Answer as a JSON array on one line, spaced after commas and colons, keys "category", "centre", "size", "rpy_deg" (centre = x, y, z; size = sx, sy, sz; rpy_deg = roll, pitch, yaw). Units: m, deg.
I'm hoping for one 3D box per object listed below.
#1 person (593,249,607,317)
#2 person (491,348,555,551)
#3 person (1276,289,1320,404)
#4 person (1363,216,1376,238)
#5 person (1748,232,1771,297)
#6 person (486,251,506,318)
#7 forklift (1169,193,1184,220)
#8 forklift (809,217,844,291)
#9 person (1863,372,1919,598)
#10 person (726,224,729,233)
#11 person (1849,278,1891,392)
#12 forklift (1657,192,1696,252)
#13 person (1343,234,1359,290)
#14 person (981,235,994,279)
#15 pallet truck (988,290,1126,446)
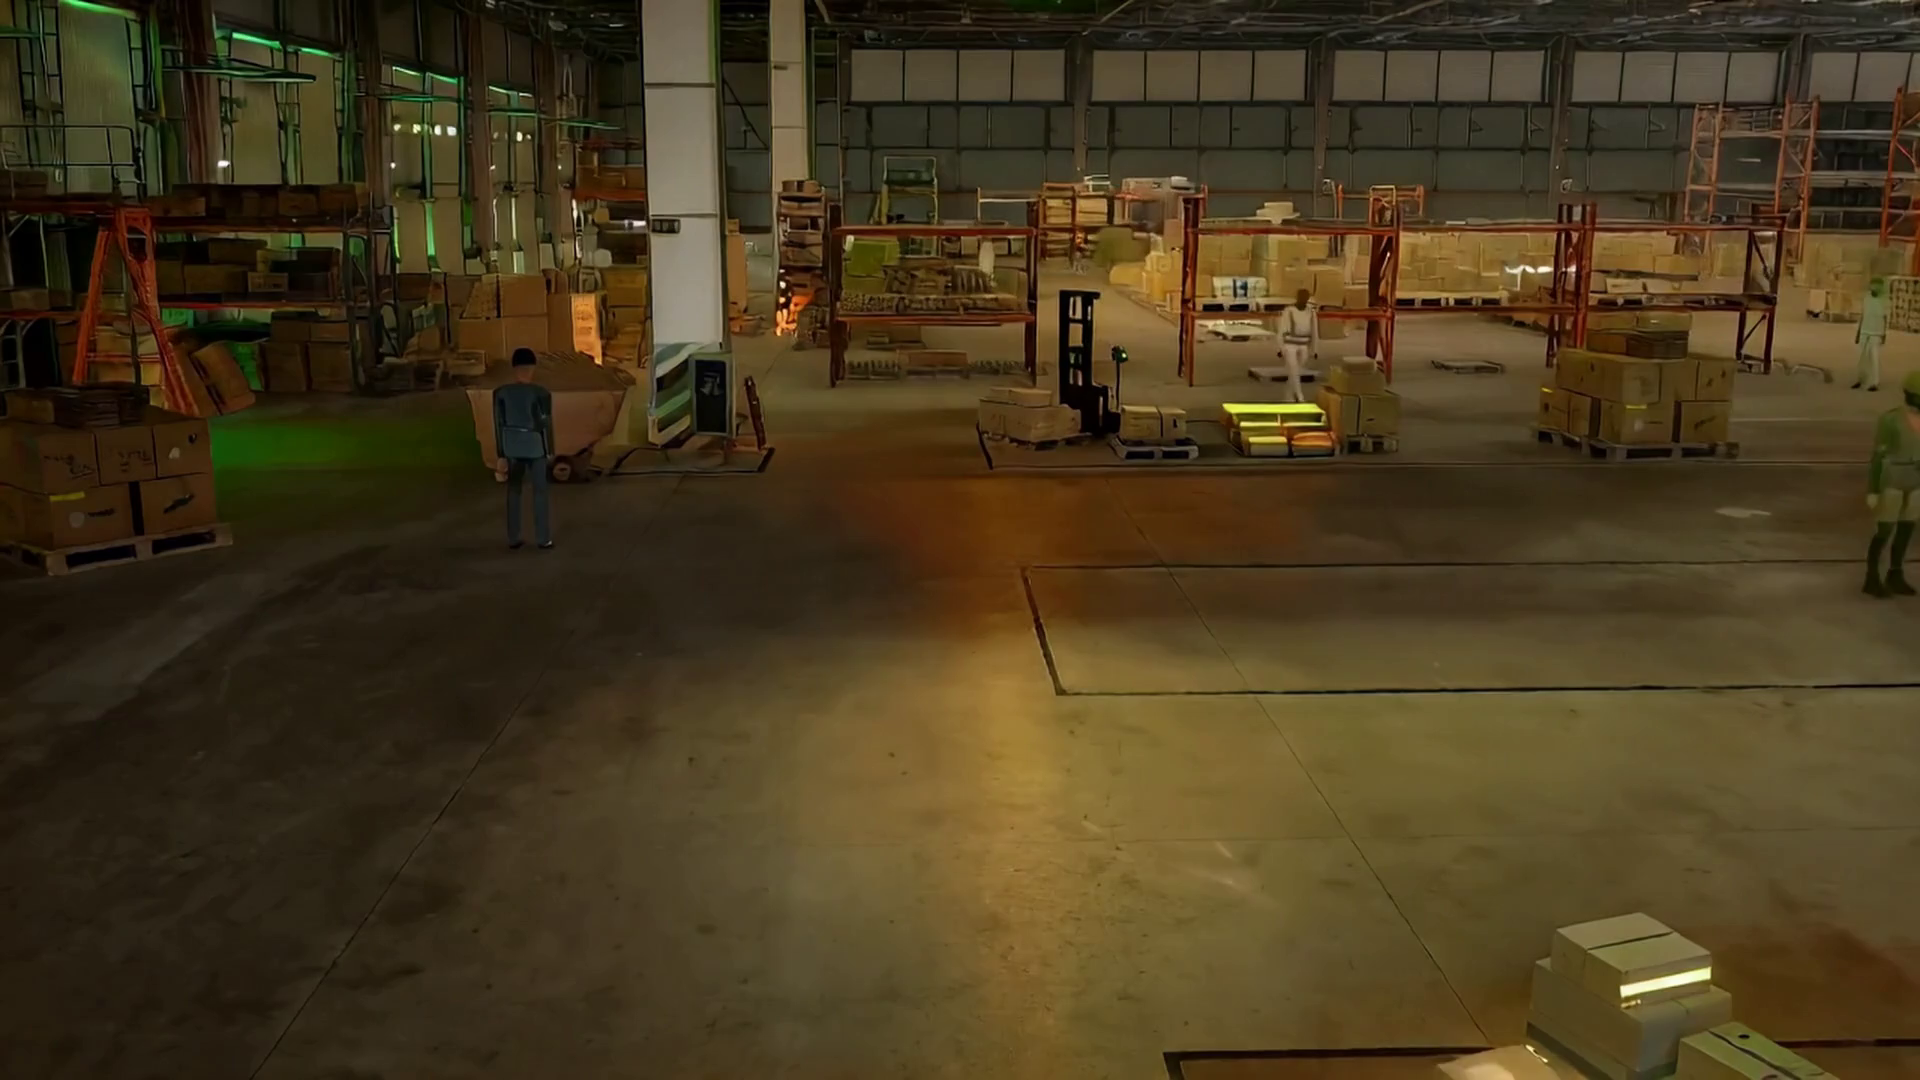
[{"category": "person", "centre": [-8.901, -6.342, 41.069], "size": [0.553, 1.694, 0.342], "rpy_deg": [9, 15, 34]}, {"category": "person", "centre": [-4.126, -0.855, 15.786], "size": [0.584, 1.918, 0.408], "rpy_deg": [1, 13, 5]}, {"category": "person", "centre": [5.049, -2.814, 24.810], "size": [0.578, 1.831, 0.932], "rpy_deg": [-6, 14, -26]}, {"category": "person", "centre": [14.895, -10.726, 60.165], "size": [0.617, 1.993, 0.396], "rpy_deg": [4, 13, 16]}, {"category": "person", "centre": [22.482, -7.725, 46.836], "size": [0.932, 1.907, 0.553], "rpy_deg": [9, 15, 35]}, {"category": "person", "centre": [-11.448, -6.268, 40.868], "size": [0.523, 1.631, 0.323], "rpy_deg": [11, 17, 41]}, {"category": "forklift", "centre": [7.371, -10.457, 56.934], "size": [1.873, 2.768, 1.129], "rpy_deg": [3, 13, 12]}, {"category": "forklift", "centre": [-4.375, -8.619, 48.637], "size": [1.873, 2.768, 1.129], "rpy_deg": [0, 12, -2]}, {"category": "person", "centre": [7.913, -0.466, 14.022], "size": [0.597, 1.914, 0.485], "rpy_deg": [-3, 13, -15]}, {"category": "person", "centre": [-7.726, -9.479, 54.694], "size": [0.379, 1.922, 0.592], "rpy_deg": [3, 13, 12]}, {"category": "person", "centre": [14.922, -3.360, 27.226], "size": [0.331, 1.860, 0.543], "rpy_deg": [-6, 14, -26]}, {"category": "forklift", "centre": [25.570, -11.186, 60.228], "size": [1.873, 2.768, 1.129], "rpy_deg": [0, 12, -2]}, {"category": "person", "centre": [11.958, -8.620, 50.782], "size": [0.376, 1.940, 0.629], "rpy_deg": [11, 17, 41]}, {"category": "person", "centre": [0.791, -7.994, 47.958], "size": [0.359, 1.938, 0.632], "rpy_deg": [-4, 13, -19]}, {"category": "pallet truck", "centre": [1.257, -2.299, 22.111], "size": [1.885, 1.965, 0.823], "rpy_deg": [-9, 15, -35]}]
